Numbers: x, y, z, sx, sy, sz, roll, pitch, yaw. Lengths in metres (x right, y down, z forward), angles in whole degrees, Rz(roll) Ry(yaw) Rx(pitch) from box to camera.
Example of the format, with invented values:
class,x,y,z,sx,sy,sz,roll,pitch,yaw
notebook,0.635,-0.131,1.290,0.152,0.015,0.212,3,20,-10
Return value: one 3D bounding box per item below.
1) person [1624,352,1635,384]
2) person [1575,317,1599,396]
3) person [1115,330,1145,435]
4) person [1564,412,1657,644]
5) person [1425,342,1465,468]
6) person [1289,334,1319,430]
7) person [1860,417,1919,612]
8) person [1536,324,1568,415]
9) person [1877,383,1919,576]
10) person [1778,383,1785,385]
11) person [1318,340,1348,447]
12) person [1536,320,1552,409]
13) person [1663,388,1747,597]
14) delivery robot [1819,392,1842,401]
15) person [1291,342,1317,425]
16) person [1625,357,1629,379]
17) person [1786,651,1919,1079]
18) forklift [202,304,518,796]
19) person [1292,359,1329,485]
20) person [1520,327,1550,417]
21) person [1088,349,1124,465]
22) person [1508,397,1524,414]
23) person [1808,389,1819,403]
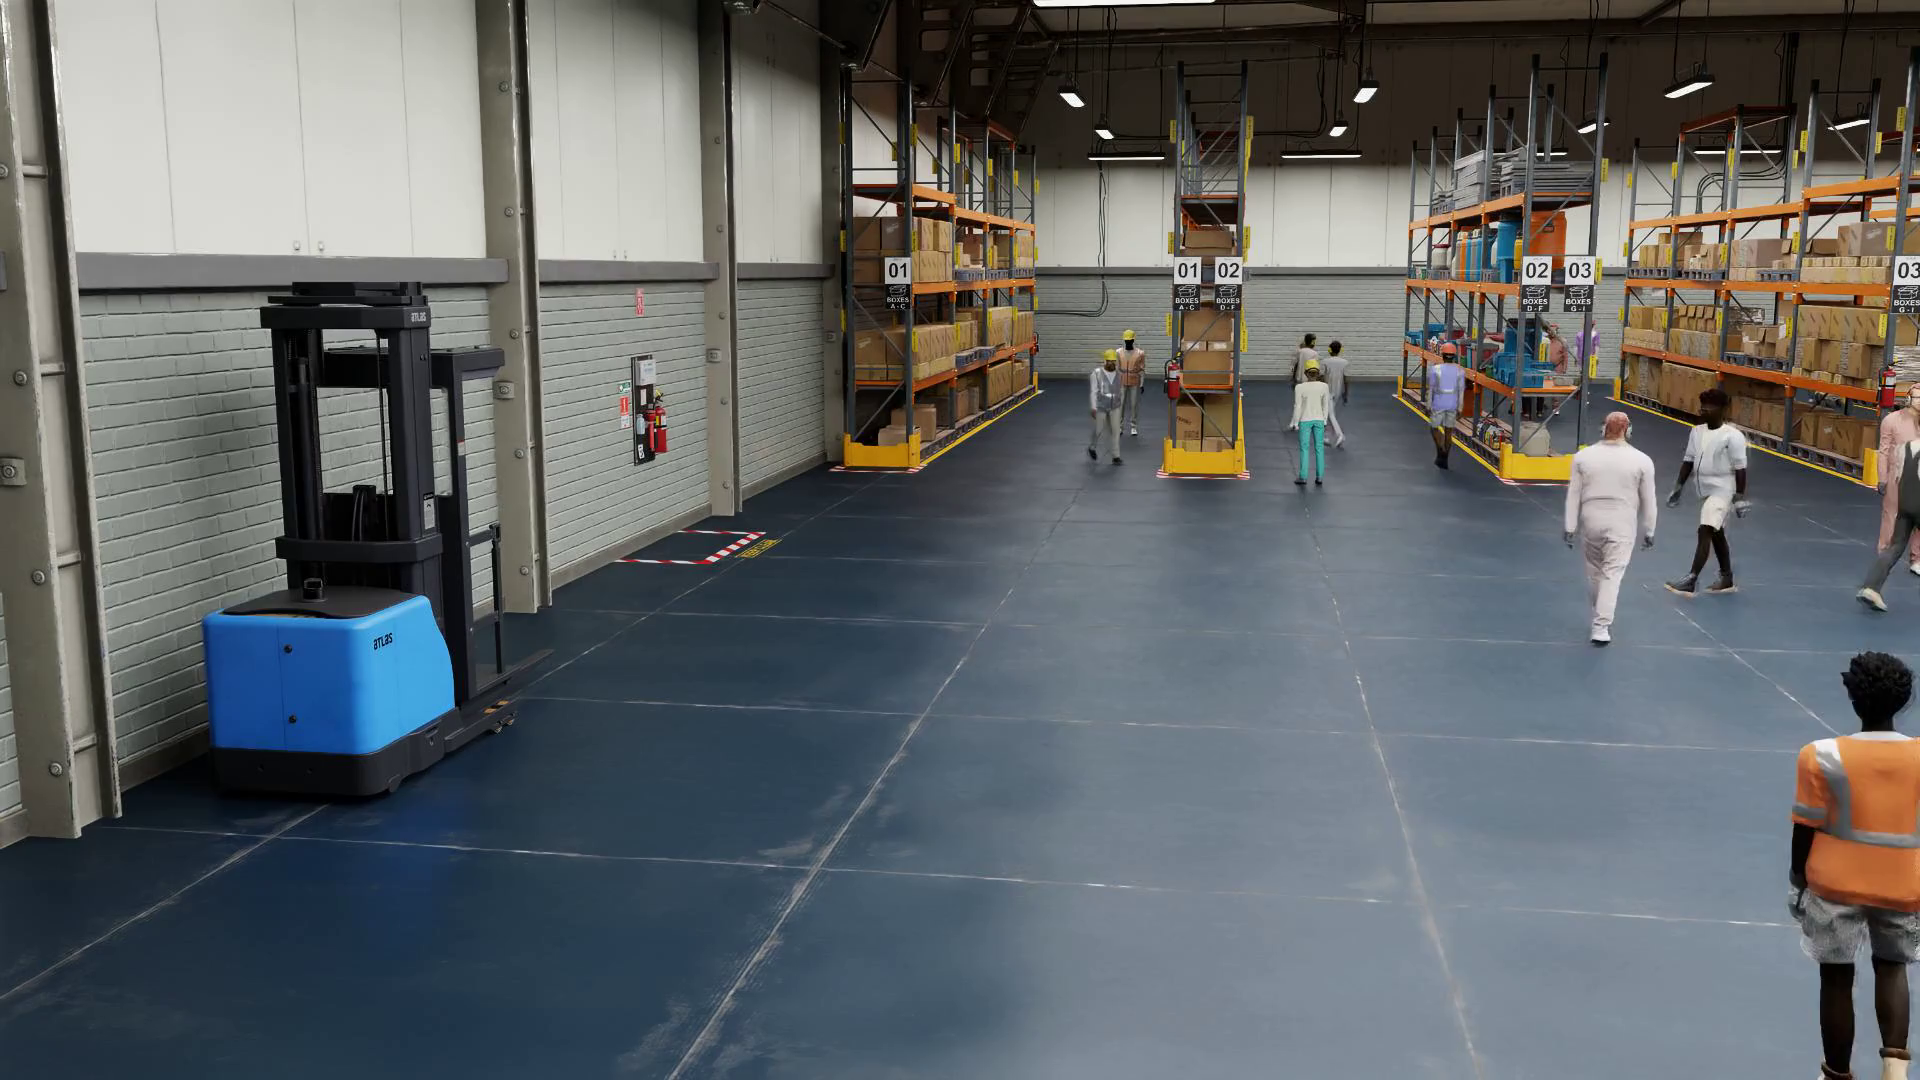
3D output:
class,x,y,z,sx,sy,sz,roll,pitch,yaw
person,16.038,-4.337,39.690,0.462,1.851,0.574,1,9,8
person,14.961,-4.361,39.658,0.596,1.913,0.485,8,12,41
person,3.097,-2.890,30.535,0.586,1.928,0.380,2,9,13
person,5.355,-0.119,13.636,0.673,1.856,0.992,6,11,34
person,7.405,-2.053,25.383,0.574,1.922,0.476,0,9,1
person,6.591,-3.019,31.704,0.959,1.819,0.524,-6,11,-34
person,8.413,-0.254,14.682,0.937,1.811,0.516,-3,10,-20
person,12.367,-3.573,34.824,0.651,1.904,0.403,4,10,21
person,9.439,-0.601,16.483,0.638,1.910,0.407,2,10,15
person,16.432,-3.230,33.335,0.536,1.699,0.322,2,10,15
person,6.432,-2.526,28.615,0.521,1.828,0.939,-3,10,-20
person,12.715,-3.839,36.353,0.361,1.937,0.635,-4,10,-22
person,6.880,-0.435,15.393,0.942,1.923,0.620,-2,9,-12
delivery robot,19.466,-3.305,37.162,0.477,0.478,0.707,2,9,14
person,6.723,-3.059,32.467,0.514,1.640,0.310,2,9,14
person,16.611,-4.413,40.946,0.658,1.596,0.373,-3,10,-20
person,3.207,1.223,5.885,0.554,1.684,0.372,2,9,14
forklift,-3.673,-0.038,10.147,1.129,2.768,1.873,1,9,9
person,4.947,-1.667,23.491,0.524,1.770,0.315,-2,9,-12
person,11.889,-3.555,34.425,0.618,1.997,0.373,0,9,1
person,2.288,-2.109,26.118,0.590,1.802,0.841,-3,10,-15
person,11.973,-3.654,35.430,0.567,1.876,0.937,8,12,41
person,19.532,-3.948,38.004,0.508,1.612,0.371,4,10,26
